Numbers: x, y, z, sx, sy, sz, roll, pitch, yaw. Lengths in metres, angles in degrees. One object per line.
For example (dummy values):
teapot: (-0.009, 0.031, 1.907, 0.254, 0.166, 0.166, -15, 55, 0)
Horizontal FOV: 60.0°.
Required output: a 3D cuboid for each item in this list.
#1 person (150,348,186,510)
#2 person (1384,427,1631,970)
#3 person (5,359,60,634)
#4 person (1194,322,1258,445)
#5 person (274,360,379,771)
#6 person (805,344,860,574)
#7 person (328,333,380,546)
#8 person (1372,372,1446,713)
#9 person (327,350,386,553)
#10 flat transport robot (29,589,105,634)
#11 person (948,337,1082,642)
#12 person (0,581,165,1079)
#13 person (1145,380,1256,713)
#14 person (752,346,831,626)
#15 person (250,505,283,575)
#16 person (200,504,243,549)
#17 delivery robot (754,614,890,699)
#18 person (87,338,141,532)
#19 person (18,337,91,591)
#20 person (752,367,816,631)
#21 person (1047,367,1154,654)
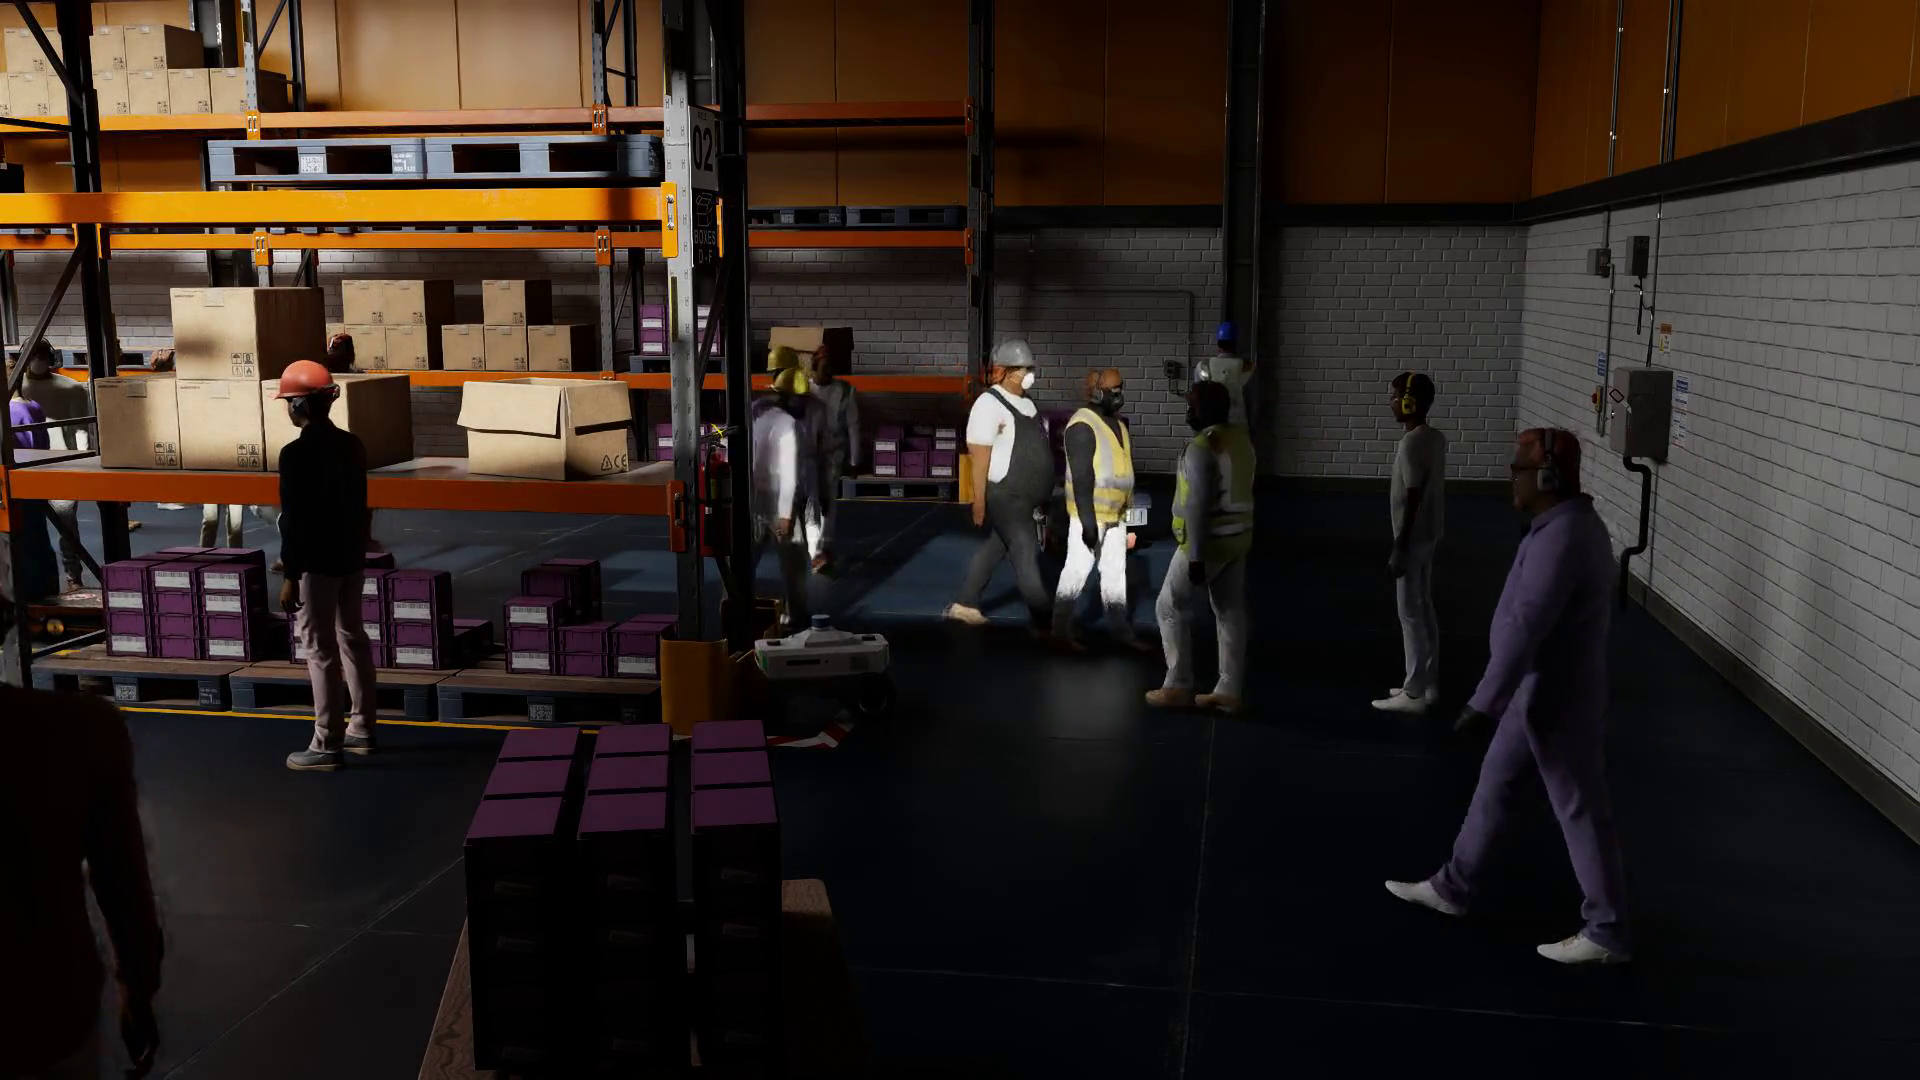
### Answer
person: (-8.069, -1.122, 16.890, 0.310, 1.638, 0.523, -3, 10, -21)
person: (1.942, 0.542, 5.845, 0.955, 1.865, 0.656, 4, 10, 21)
person: (-6.240, -0.288, 11.109, 0.379, 1.836, 0.561, -1, 9, -7)
person: (2.470, -1.053, 15.503, 0.605, 1.948, 0.405, 1, 9, 9)
person: (-3.107, 0.122, 8.102, 0.401, 1.986, 0.621, 2, 9, 12)
person: (-1.123, -0.662, 13.430, 0.617, 1.826, 1.010, -2, 9, -11)
person: (-5.317, -0.845, 14.410, 0.354, 1.884, 0.576, 5, 10, 29)
person: (2.483, 0.016, 9.128, 0.310, 1.864, 0.534, 6, 11, 34)
person: (-4.153, -0.347, 11.334, 0.550, 1.885, 0.676, 6, 11, 31)
flat transport robot: (-5.575, 0.483, 11.164, 1.431, 0.197, 0.652, 1, 9, 8)
person: (0.329, -0.367, 10.963, 1.021, 2.000, 0.688, 5, 10, 26)
person: (-1.818, 0.928, 3.133, 0.632, 1.975, 0.758, -8, 12, -42)
person: (1.300, 0.040, 9.110, 0.646, 1.820, 0.643, 7, 11, 37)
person: (-1.233, -0.369, 11.381, 0.595, 1.902, 0.660, -6, 11, -34)
person: (-5.288, -0.639, 13.029, 0.593, 1.919, 0.657, 6, 11, 33)
person: (-5.469, -0.500, 12.345, 0.319, 1.861, 0.532, 6, 11, 32)
delivery robot: (-0.750, 0.646, 8.981, 0.707, 0.478, 0.477, -2, 9, -13)
person: (-7.855, -0.977, 15.396, 0.340, 1.840, 0.512, -1, 9, -8)
person: (-6.775, -0.536, 12.327, 0.630, 1.940, 0.372, -6, 11, -31)
person: (-1.263, -0.252, 11.072, 0.685, 1.792, 0.602, -7, 11, -37)
person: (0.880, -0.175, 10.472, 0.520, 1.839, 0.640, 5, 11, 29)
